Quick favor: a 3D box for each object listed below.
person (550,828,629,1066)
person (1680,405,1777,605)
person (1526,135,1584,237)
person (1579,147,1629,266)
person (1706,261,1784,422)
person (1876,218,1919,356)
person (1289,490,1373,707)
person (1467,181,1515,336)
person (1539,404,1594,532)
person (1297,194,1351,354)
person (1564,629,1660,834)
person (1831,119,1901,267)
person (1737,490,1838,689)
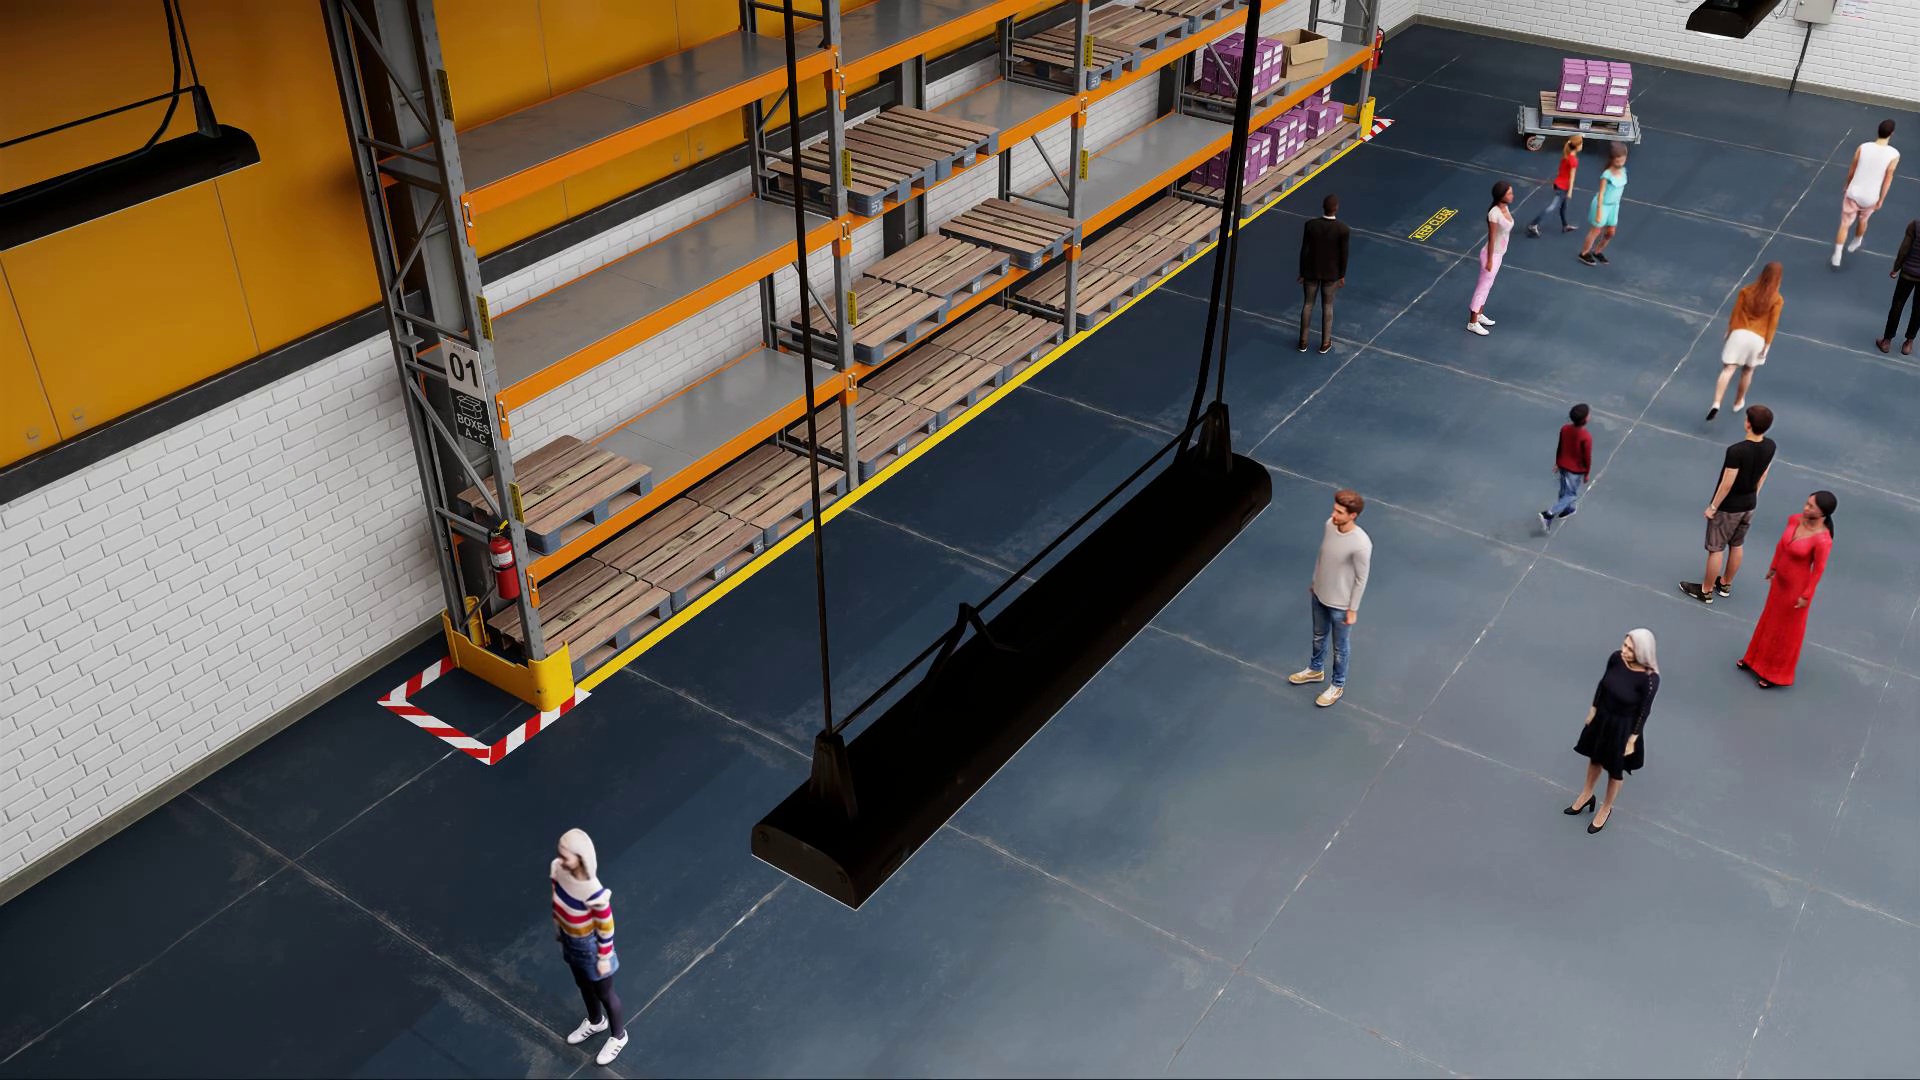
[{"bbox_3d":[-2.252,2.436,10.067,0.669,1.808,0.536,25,41,32],"label":"person"},{"bbox_3d":[6.588,-0.308,14.146,0.704,1.860,0.829,-14,36,-20],"label":"person"},{"bbox_3d":[7.480,-4.422,20.854,0.894,1.287,0.906,0,34,-1],"label":"person"},{"bbox_3d":[7.755,-4.035,20.058,0.679,1.524,0.738,-22,40,-30],"label":"person"},{"bbox_3d":[7.931,-1.981,16.810,0.618,1.698,0.991,21,39,28],"label":"person"},{"bbox_3d":[10.421,-2.905,18.076,0.763,1.835,0.681,10,35,14],"label":"person"},{"bbox_3d":[2.941,0.431,12.997,0.729,1.903,0.753,-17,37,-24],"label":"person"},{"bbox_3d":[5.931,-3.168,18.557,0.645,1.741,0.469,18,38,25],"label":"person"},{"bbox_3d":[5.572,-0.658,15.232,0.864,1.243,0.724,-16,37,-22],"label":"person"},{"bbox_3d":[3.936,-2.899,18.099,0.726,1.800,0.664,9,35,13],"label":"person"},{"bbox_3d":[4.631,1.342,11.768,0.714,1.746,0.696,-16,37,-22],"label":"person"},{"bbox_3d":[10.829,-4.130,20.003,0.698,1.742,1.150,18,38,25],"label":"person"},{"bbox_3d":[6.601,0.381,13.179,0.781,1.784,0.732,-8,34,-12],"label":"person"}]
